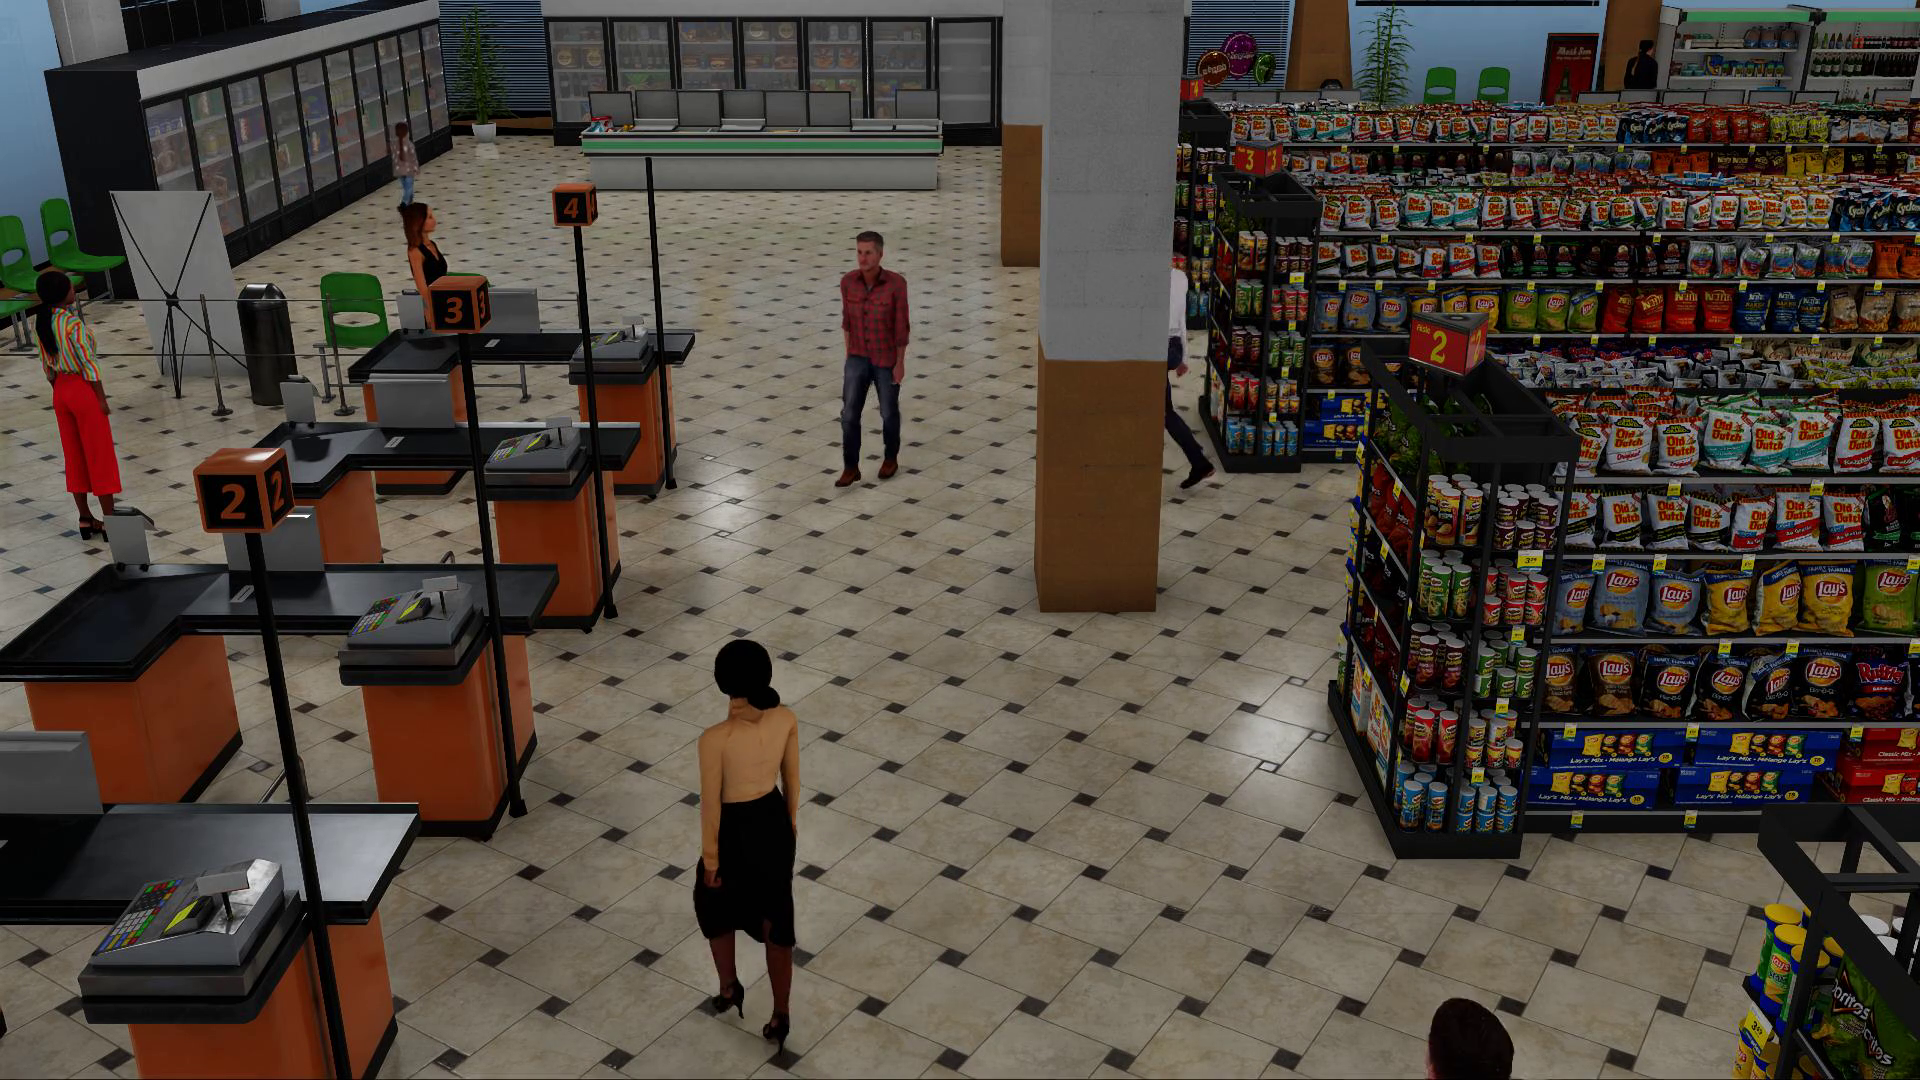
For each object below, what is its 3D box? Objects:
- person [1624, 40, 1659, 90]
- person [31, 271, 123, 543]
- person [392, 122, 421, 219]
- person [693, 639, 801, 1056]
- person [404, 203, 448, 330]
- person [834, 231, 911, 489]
[{"bbox_3d":[10.759,-7.068,26.389,0.841,1.671,0.809,-16,27,-34],"label":"person"},{"bbox_3d":[-5.705,-0.860,10.774,0.569,1.793,0.714,7,23,17],"label":"person"},{"bbox_3d":[-7.052,-4.671,21.083,0.796,1.178,0.665,5,22,12],"label":"person"},{"bbox_3d":[-0.715,1.148,5.982,0.750,1.640,0.810,-14,26,-31],"label":"person"},{"bbox_3d":[-4.025,-1.655,12.697,0.519,1.835,0.575,1,22,2],"label":"person"},{"bbox_3d":[-0.567,-1.311,11.881,0.915,1.806,0.889,5,22,13],"label":"person"}]
